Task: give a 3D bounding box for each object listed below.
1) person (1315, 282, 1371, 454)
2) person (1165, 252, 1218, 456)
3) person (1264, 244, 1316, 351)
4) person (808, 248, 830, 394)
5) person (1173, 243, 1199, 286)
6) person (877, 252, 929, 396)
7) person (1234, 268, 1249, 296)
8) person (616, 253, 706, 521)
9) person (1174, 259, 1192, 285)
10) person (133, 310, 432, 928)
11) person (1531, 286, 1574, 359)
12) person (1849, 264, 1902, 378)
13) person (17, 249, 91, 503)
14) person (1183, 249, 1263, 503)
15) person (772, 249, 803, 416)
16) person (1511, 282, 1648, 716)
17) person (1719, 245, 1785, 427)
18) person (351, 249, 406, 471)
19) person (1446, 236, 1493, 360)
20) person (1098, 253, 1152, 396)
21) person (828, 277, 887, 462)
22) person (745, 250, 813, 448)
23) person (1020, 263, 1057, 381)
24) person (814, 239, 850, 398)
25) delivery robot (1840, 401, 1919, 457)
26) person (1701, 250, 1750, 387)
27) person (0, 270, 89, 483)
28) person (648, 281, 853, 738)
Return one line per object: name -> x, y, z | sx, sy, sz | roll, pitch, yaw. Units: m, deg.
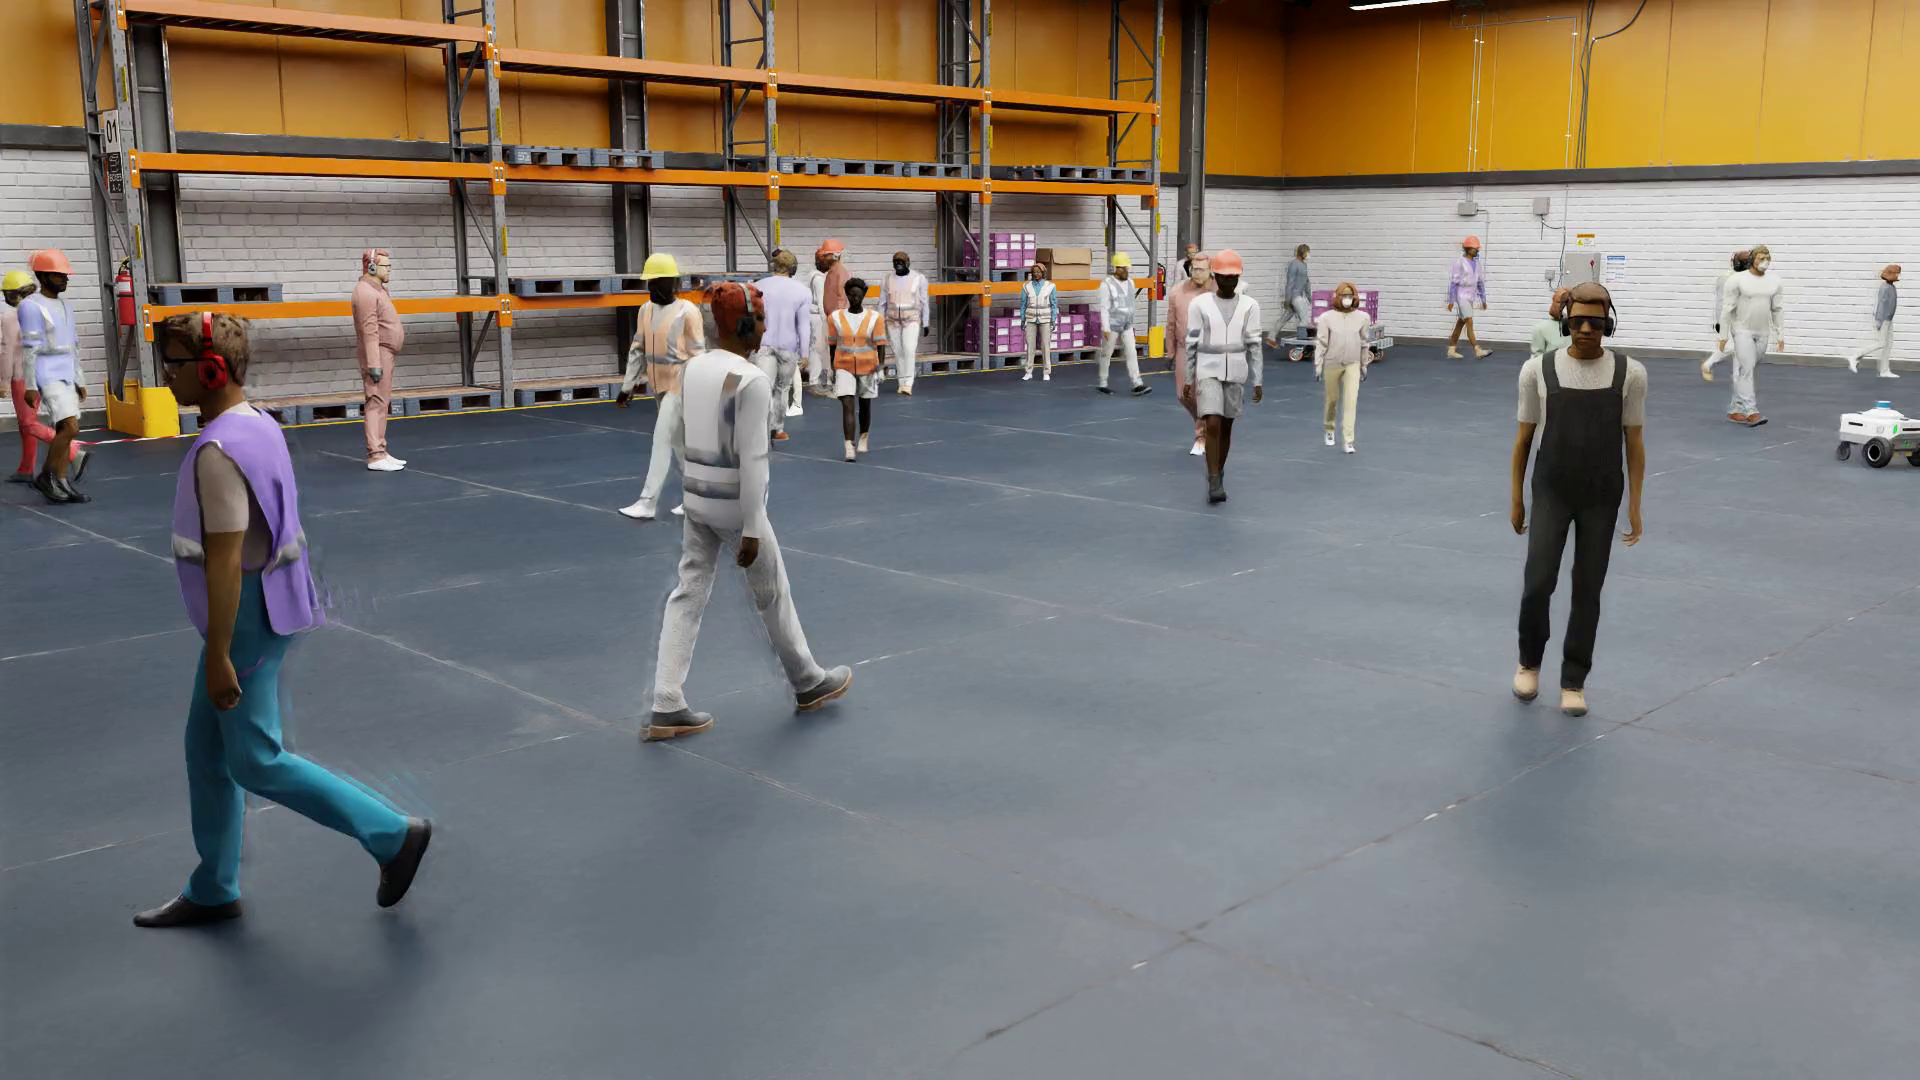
person -> 3.606, -1.647, 15.741 | 0.516, 1.596, 0.846 | 1, 10, 4
person -> 2.264, -1.745, 15.514 | 0.675, 1.875, 0.682 | 5, 11, 25
person -> 5.883, -4.285, 29.382 | 1.042, 1.894, 0.645 | 5, 11, 24
person -> -1.827, -2.821, 21.452 | 0.345, 1.860, 0.686 | -2, 11, -11
person -> 4.014, -4.143, 28.571 | 0.682, 1.879, 0.446 | -4, 11, -22
person -> -0.757, -2.726, 21.044 | 0.646, 1.805, 0.851 | 3, 11, 14
person -> 4.213, -3.487, 25.800 | 0.516, 1.592, 0.886 | 0, 10, 1
person -> -2.160, -1.077, 11.830 | 0.925, 1.885, 0.594 | -10, 15, -44
person -> 3.338, -3.209, 24.020 | 0.546, 1.667, 0.626 | 1, 10, 7
person -> -2.010, 0.247, 4.809 | 0.796, 1.820, 0.575 | -3, 11, -16
person -> 4.911, -1.274, 13.641 | 0.512, 1.612, 0.548 | 0, 10, 3
person -> 13.137, -3.129, 23.757 | 0.574, 1.620, 0.507 | 10, 14, 43
person -> -6.751, -1.207, 12.450 | 0.418, 1.919, 0.580 | 0, 10, 2
person -> 2.016, -1.221, 12.557 | 0.577, 1.904, 0.859 | -1, 10, -5
person -> -1.969, -2.326, 18.695 | 0.523, 1.870, 0.317 | 10, 14, 44
person -> 2.594, -0.161, 7.000 | 0.516, 1.832, 0.391 | 2, 11, 12
person -> 8.442, -2.138, 17.557 | 0.655, 1.906, 0.900 | -2, 11, -10
person -> -5.008, -1.552, 14.379 | 0.404, 1.904, 0.652 | -3, 11, -13
person -> 8.308, -3.899, 26.915 | 0.639, 1.995, 1.003 | -8, 13, -36
person -> 2.041, -2.687, 20.854 | 0.613, 1.792, 0.902 | -8, 13, -36
person -> -0.934, -1.565, 15.148 | 0.539, 1.648, 0.887 | 0, 10, -2
person -> -1.763, -1.830, 15.978 | 0.697, 1.890, 0.943 | 1, 10, 4
person -> 1.095, -3.039, 23.211 | 0.523, 1.638, 0.310 | 3, 11, 14
person -> -1.585, -2.732, 20.635 | 0.520, 1.978, 0.616 | -5, 12, -25
delivery robot -> 8.162, -0.988, 14.729 | 0.477, 0.478, 0.707 | -2, 11, -11
person -> 10.277, -2.926, 22.103 | 0.631, 1.829, 0.581 | -5, 11, -25
person -> -7.471, -1.306, 13.470 | 0.740, 1.745, 0.520 | 0, 10, 2
person -> -0.908, -0.132, 6.828 | 0.599, 1.831, 0.983 | 10, 15, 44
